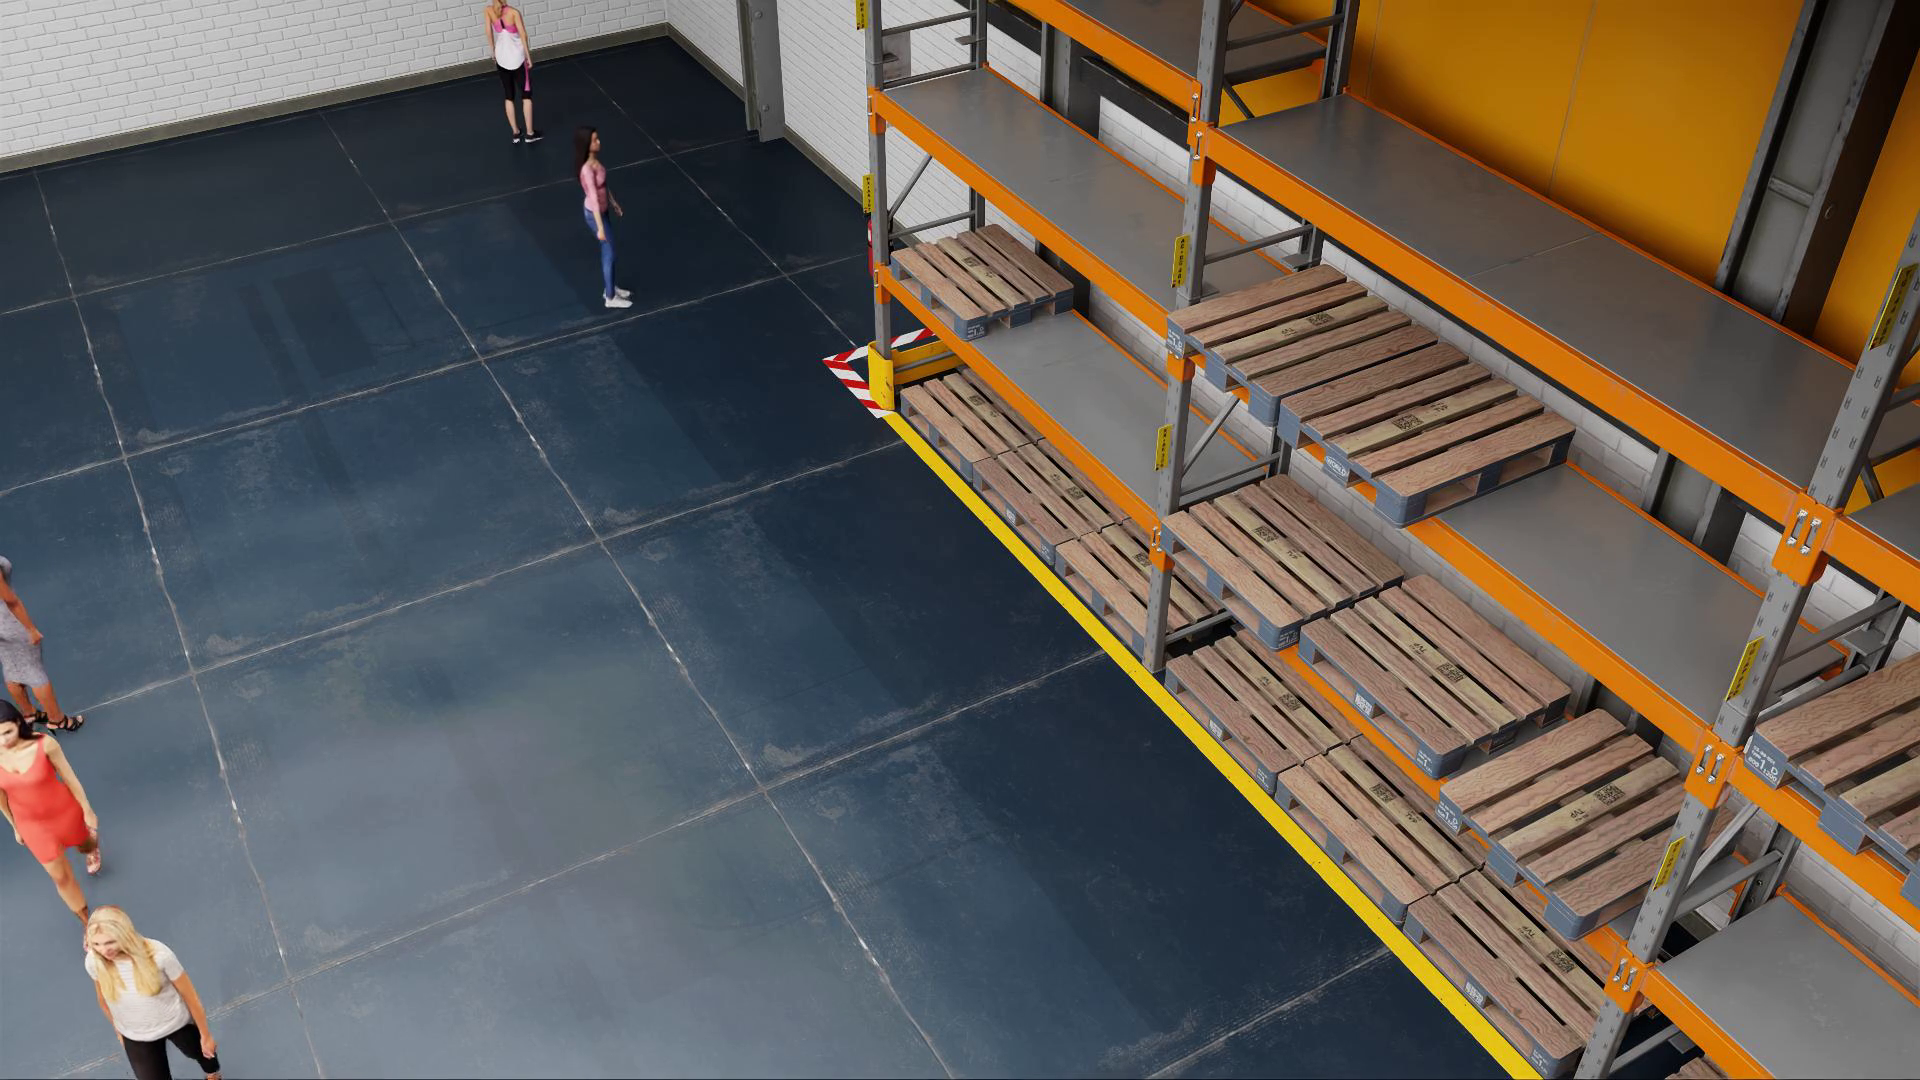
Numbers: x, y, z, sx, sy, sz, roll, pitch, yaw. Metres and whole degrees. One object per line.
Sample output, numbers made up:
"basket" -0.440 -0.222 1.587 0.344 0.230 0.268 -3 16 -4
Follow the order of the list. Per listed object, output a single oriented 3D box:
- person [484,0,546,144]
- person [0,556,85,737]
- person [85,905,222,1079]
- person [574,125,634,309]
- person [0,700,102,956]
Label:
"person" -4.808 -5.122 17.812 0.703 1.786 0.751 5 39 6
"person" -6.138 0.566 10.694 0.645 1.781 0.724 13 41 16
"person" -4.009 2.391 8.406 0.842 1.785 1.185 -10 40 -12
"person" -3.315 -2.967 15.149 0.744 1.741 0.646 -3 39 -4
"person" -5.221 1.534 9.556 0.670 1.688 1.099 -16 41 -19
